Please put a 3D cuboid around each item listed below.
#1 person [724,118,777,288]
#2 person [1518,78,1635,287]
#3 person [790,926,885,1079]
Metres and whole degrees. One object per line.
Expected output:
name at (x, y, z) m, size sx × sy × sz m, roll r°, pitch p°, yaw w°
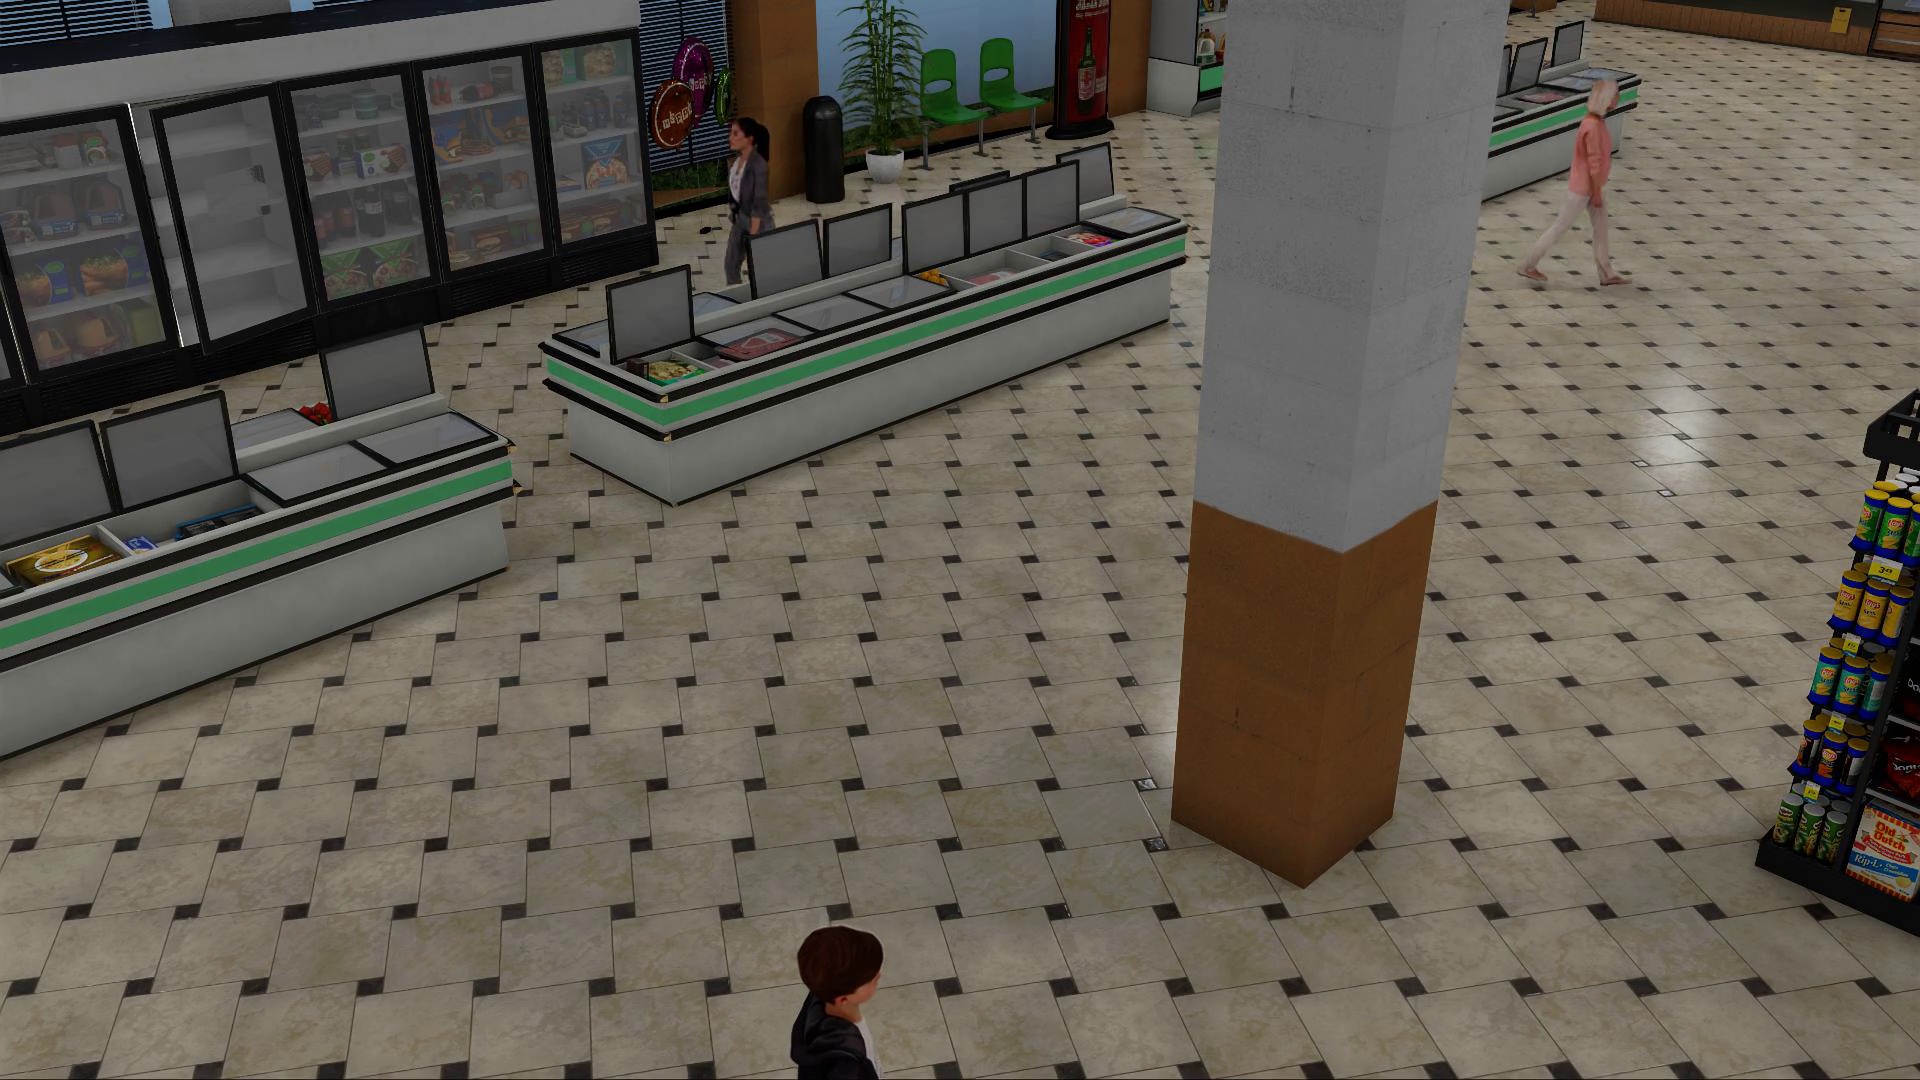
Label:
person at (-1.471, -2.353, 12.535) m, size 0.870 × 1.658 × 0.754 m, roll -15°, pitch 31°, yaw -27°
person at (4.986, -2.860, 13.515) m, size 0.988 × 1.676 × 1.159 m, roll 9°, pitch 28°, yaw 18°
person at (-0.319, 1.703, 4.771) m, size 0.633 × 1.447 × 0.612 m, roll -10°, pitch 29°, yaw -19°
